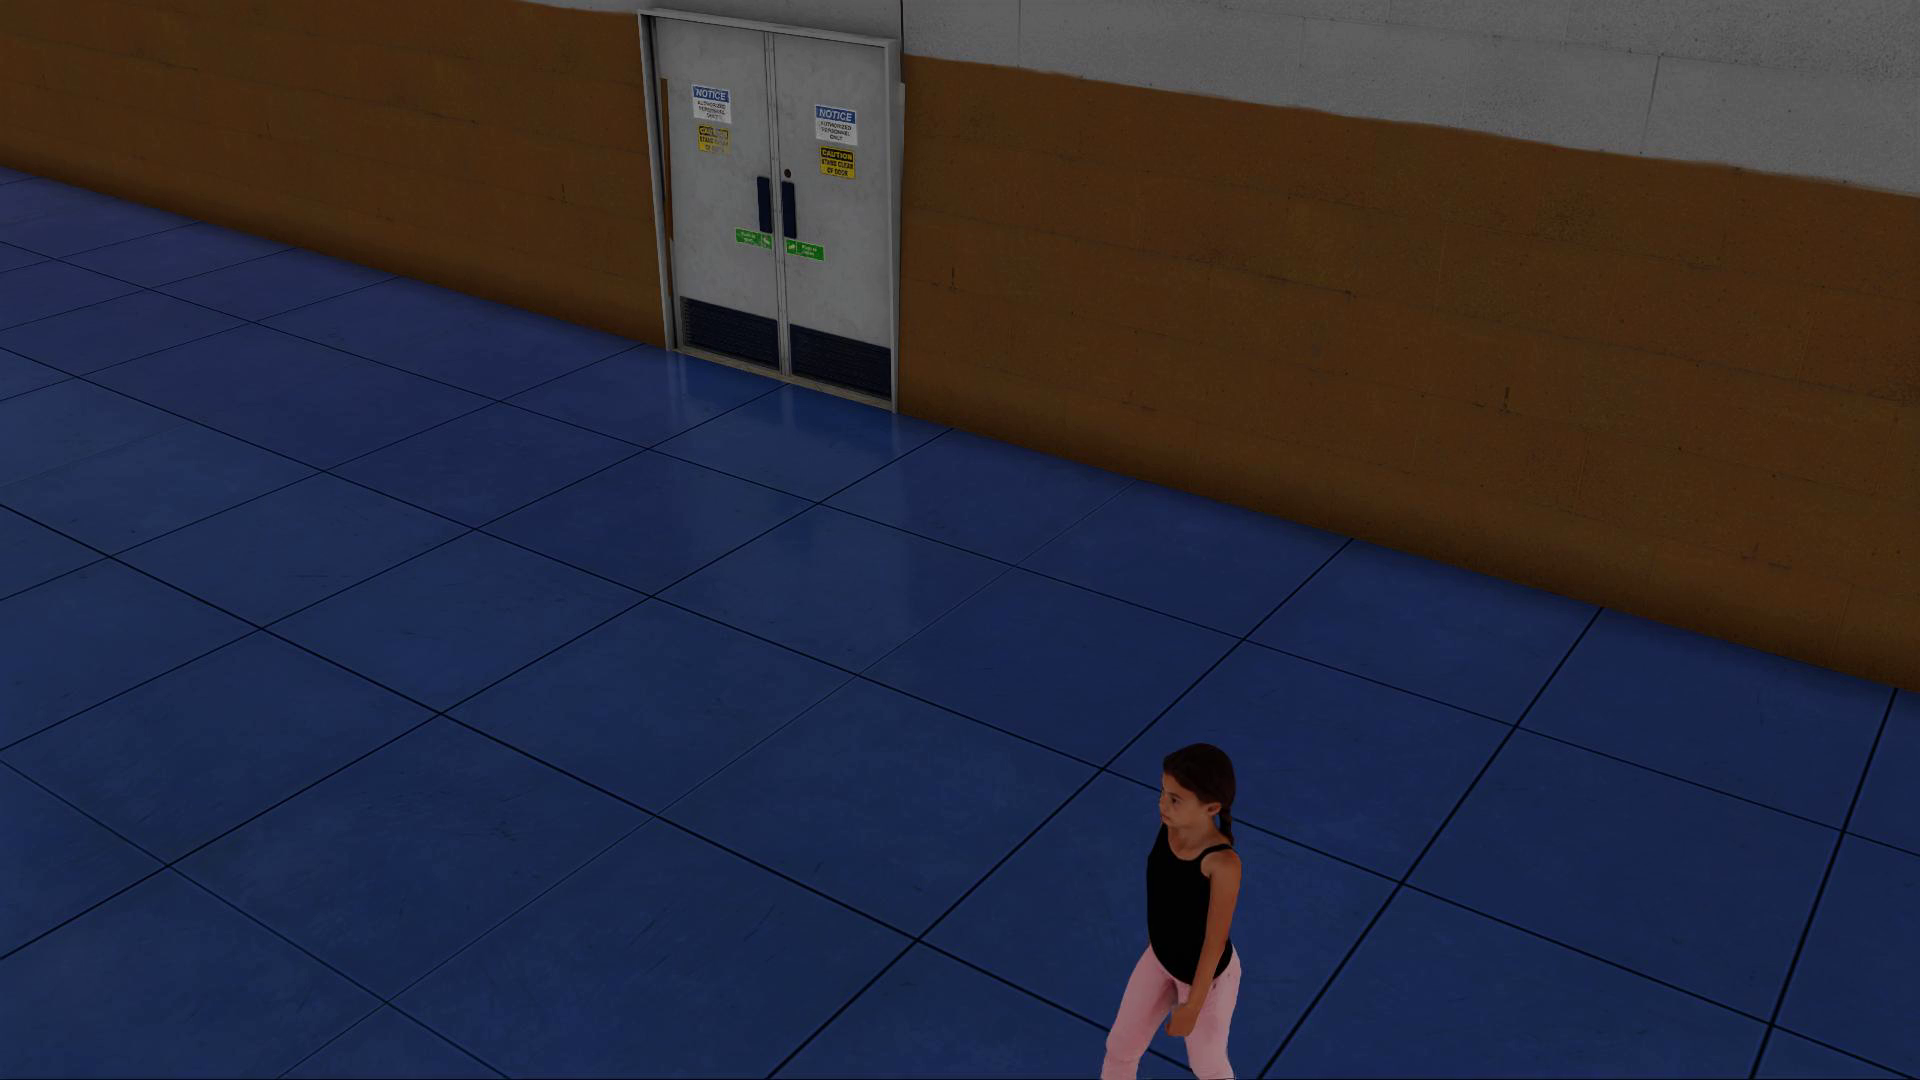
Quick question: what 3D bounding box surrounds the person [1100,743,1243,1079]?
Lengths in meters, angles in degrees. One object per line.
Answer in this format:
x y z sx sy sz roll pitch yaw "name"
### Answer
0.726 1.238 4.863 0.957 1.541 0.783 -14 30 -25 "person"
